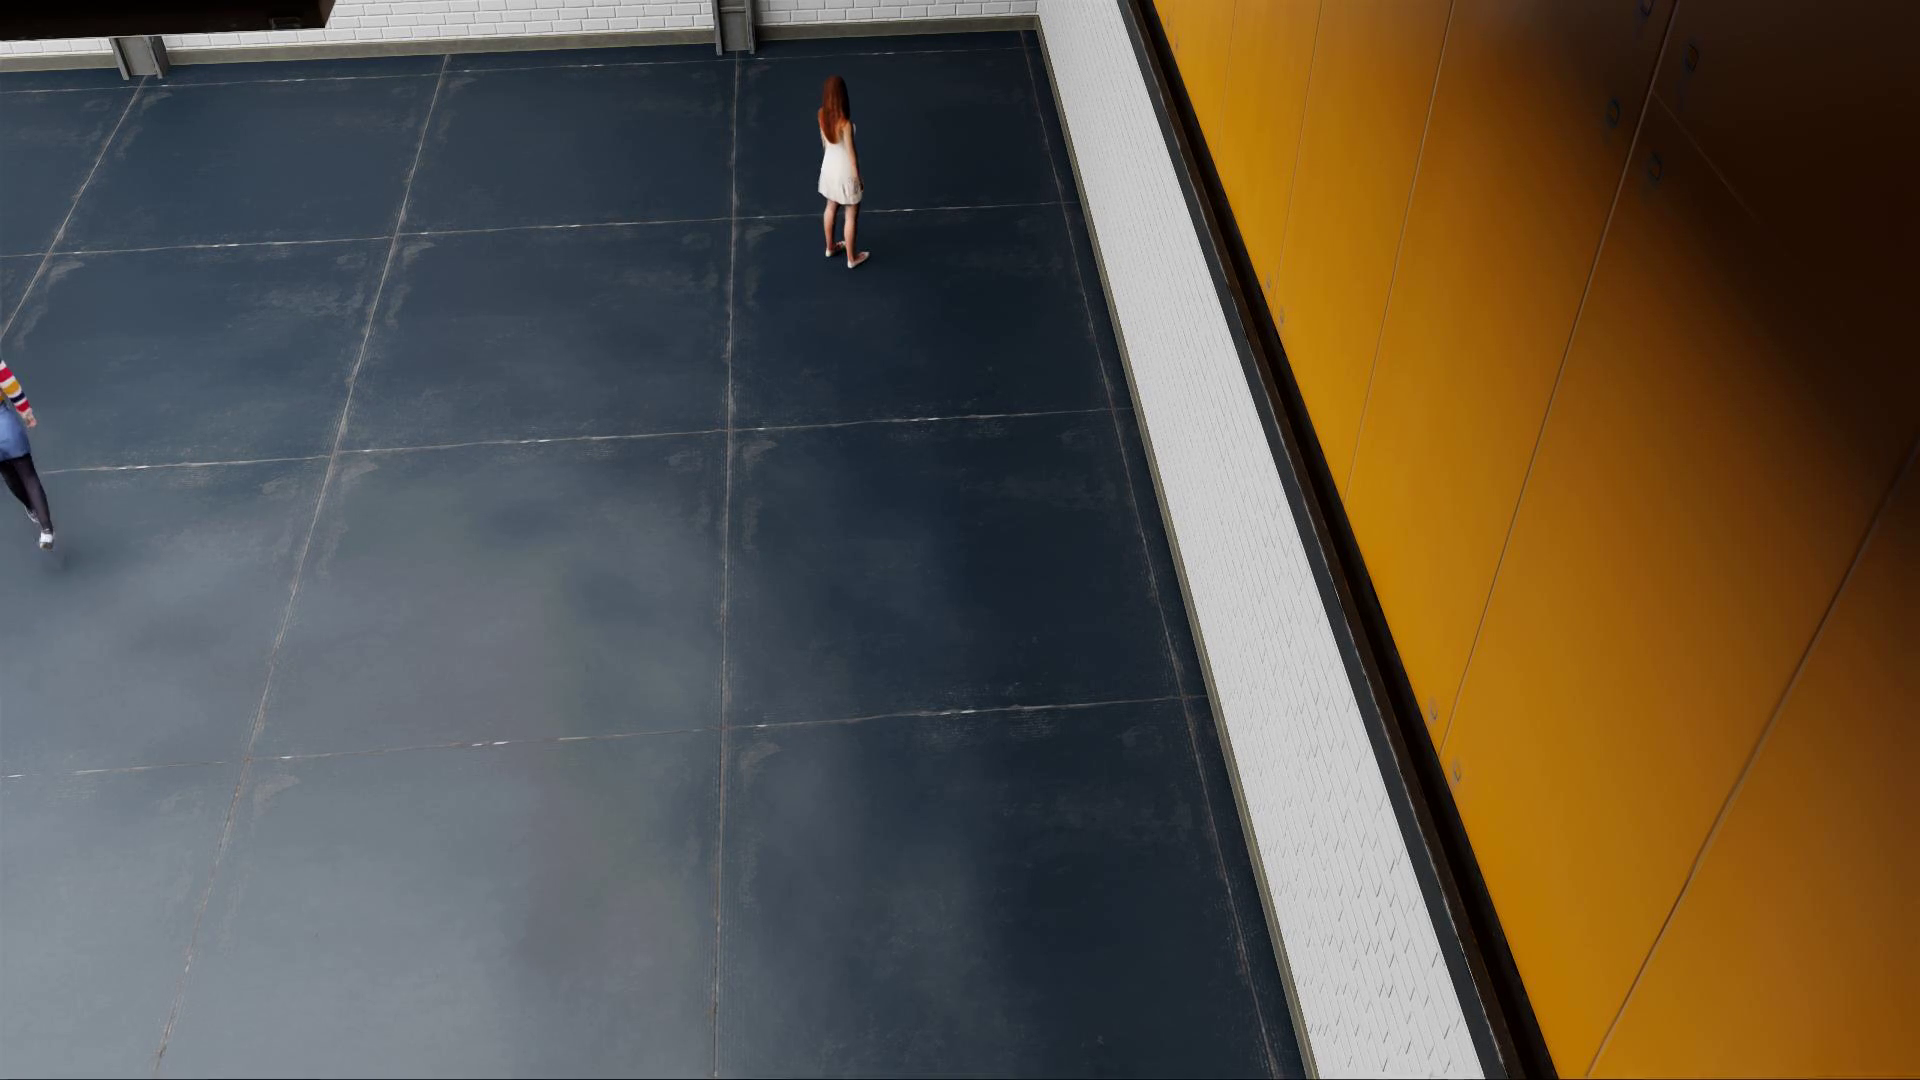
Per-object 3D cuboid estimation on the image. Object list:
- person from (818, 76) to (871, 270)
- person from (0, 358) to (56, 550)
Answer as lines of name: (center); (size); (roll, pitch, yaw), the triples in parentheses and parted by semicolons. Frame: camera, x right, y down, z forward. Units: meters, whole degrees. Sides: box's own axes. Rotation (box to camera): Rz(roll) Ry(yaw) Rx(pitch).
person: (-1.037, -3.096, 13.997); (0.701, 1.705, 0.655); (-33, 53, -30)
person: (-6.592, -0.683, 11.406); (1.094, 1.784, 1.022); (-24, 48, -23)
